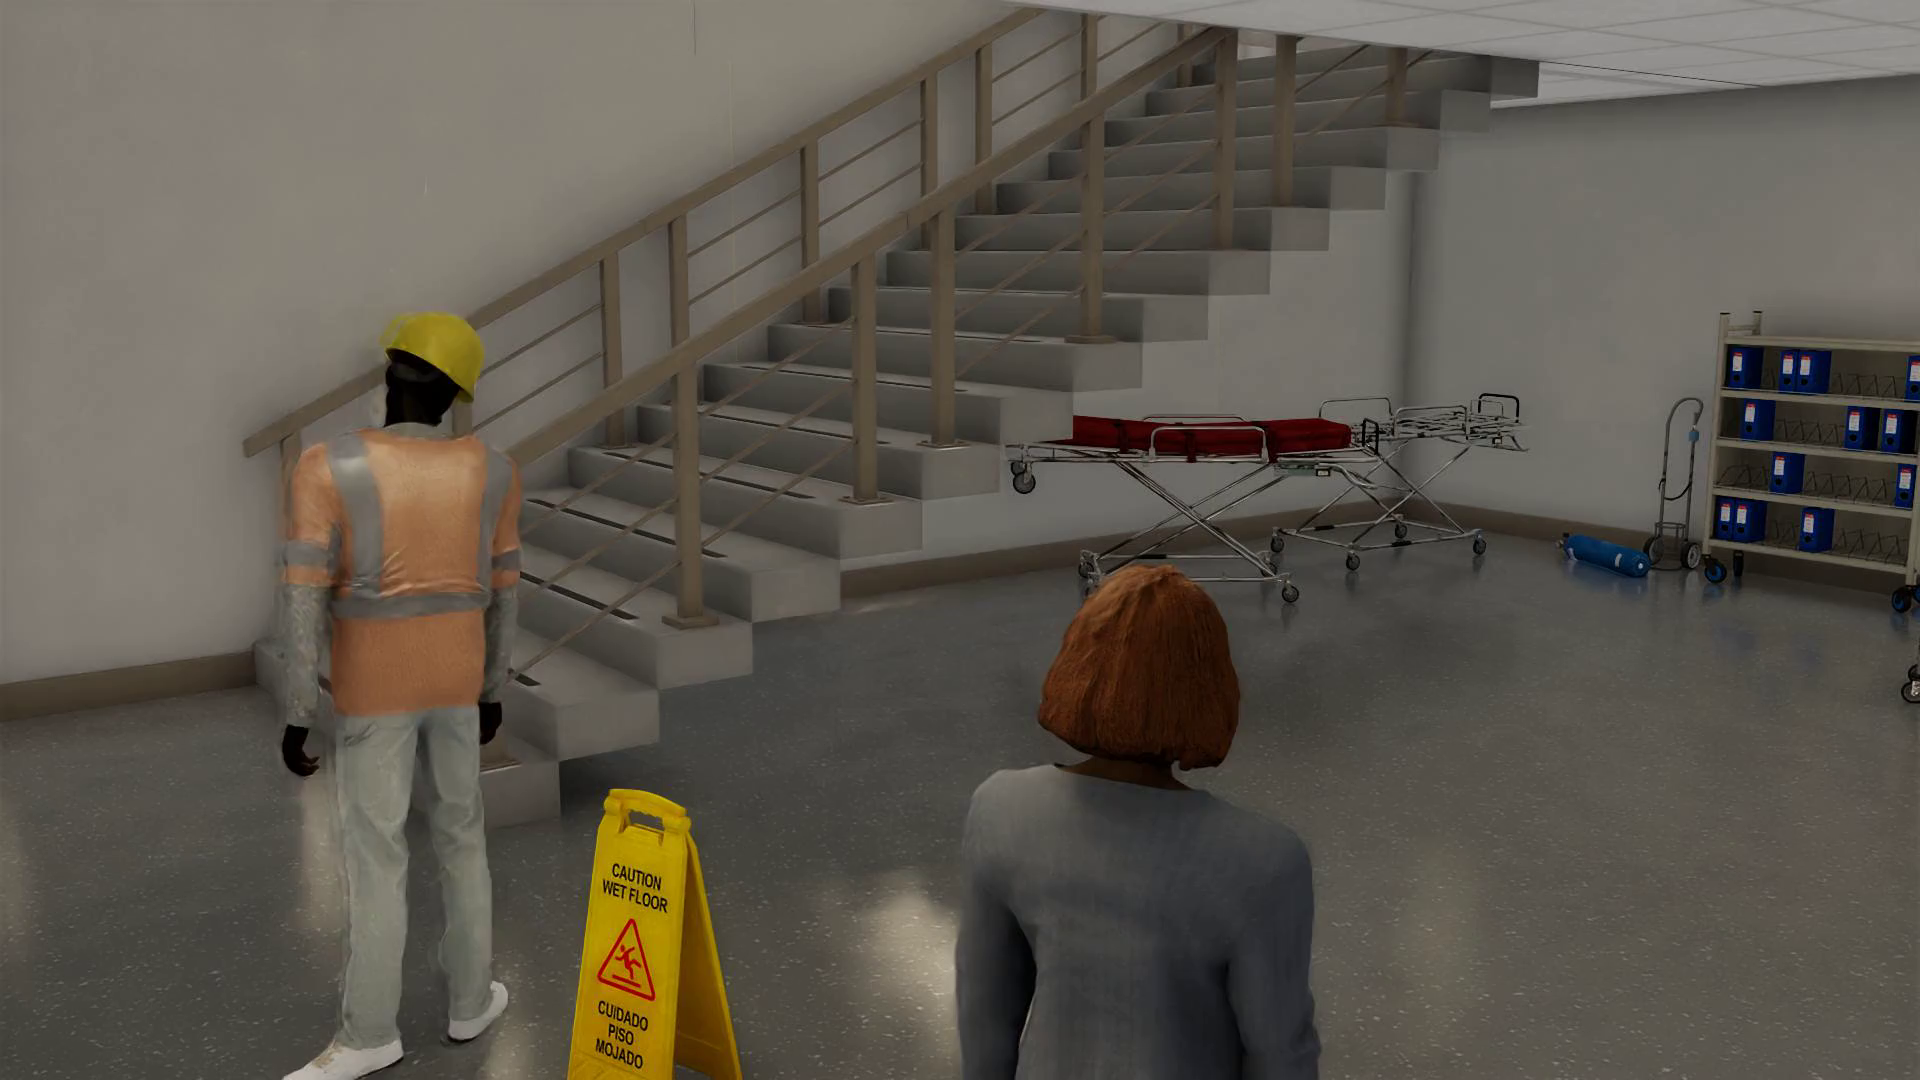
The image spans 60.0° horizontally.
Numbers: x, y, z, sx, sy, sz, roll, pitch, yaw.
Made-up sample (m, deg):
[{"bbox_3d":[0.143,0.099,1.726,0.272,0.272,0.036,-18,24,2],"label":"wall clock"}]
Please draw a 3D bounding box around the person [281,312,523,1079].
[{"bbox_3d":[-1.430,0.385,4.135,0.369,1.875,0.772,9,13,42],"label":"person"}]

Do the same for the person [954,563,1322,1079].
[{"bbox_3d":[0.225,0.838,2.185,0.501,1.633,0.286,7,12,33],"label":"person"}]
